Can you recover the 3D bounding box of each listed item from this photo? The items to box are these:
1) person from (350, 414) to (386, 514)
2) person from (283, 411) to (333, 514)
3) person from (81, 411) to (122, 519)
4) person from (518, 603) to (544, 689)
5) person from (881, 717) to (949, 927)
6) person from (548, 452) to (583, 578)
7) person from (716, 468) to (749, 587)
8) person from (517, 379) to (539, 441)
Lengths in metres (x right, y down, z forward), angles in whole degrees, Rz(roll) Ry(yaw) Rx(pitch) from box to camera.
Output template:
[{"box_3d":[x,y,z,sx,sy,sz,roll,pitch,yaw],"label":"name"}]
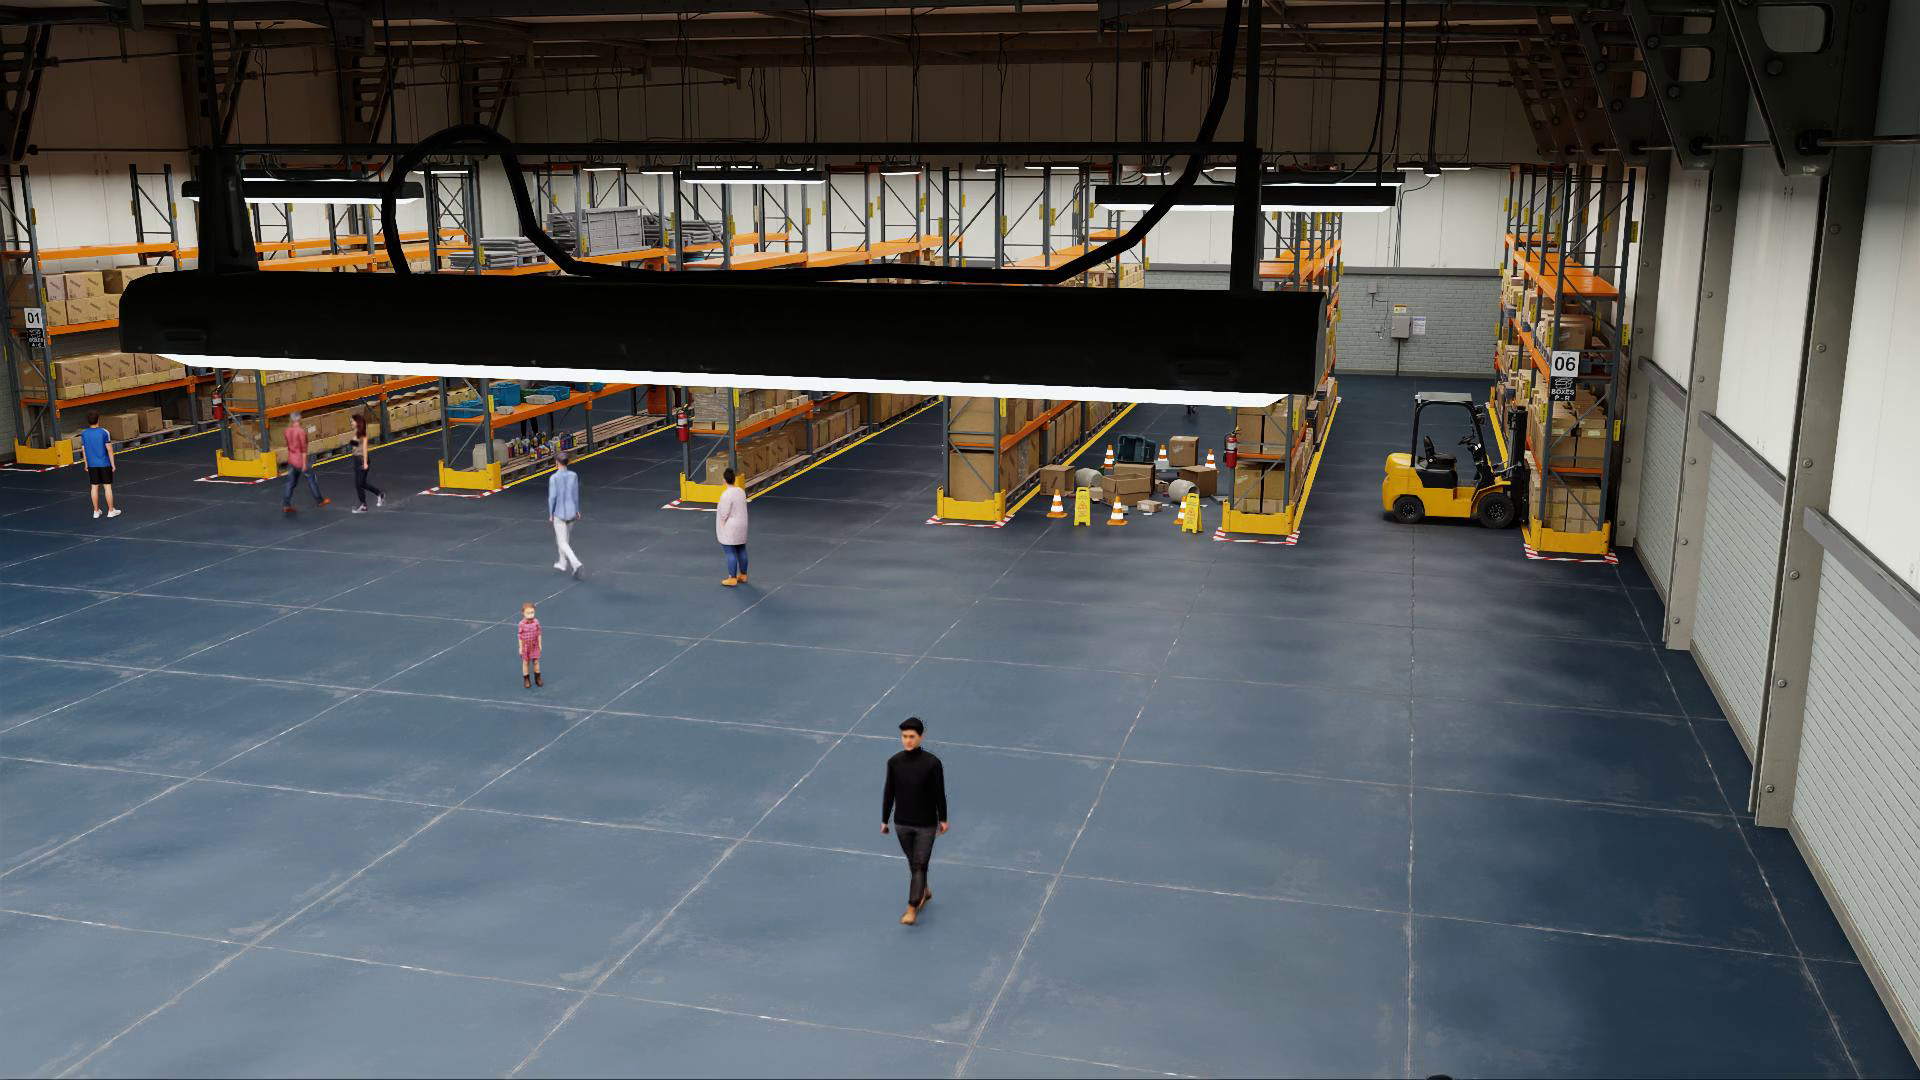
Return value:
[{"box_3d":[-10.475,-1.347,29.363,0.952,1.756,0.849,-12,18,-42],"label":"person"},{"box_3d":[-11.707,-1.334,29.256,0.903,1.780,1.275,7,15,27],"label":"person"},{"box_3d":[-15.051,-1.332,29.061,0.729,1.865,0.720,-2,13,-10],"label":"person"},{"box_3d":[-5.123,1.238,19.833,0.504,1.020,0.557,-6,14,-23],"label":"person"},{"box_3d":[-0.339,2.282,13.818,0.771,1.700,1.019,6,14,23],"label":"person"},{"box_3d":[-5.902,-0.379,24.945,1.054,1.863,1.134,12,18,43],"label":"person"},{"box_3d":[-3.326,-0.204,24.459,0.835,1.743,0.688,9,16,34],"label":"person"},{"box_3d":[-9.577,-3.064,36.784,0.620,1.754,0.524,4,14,17],"label":"person"}]
